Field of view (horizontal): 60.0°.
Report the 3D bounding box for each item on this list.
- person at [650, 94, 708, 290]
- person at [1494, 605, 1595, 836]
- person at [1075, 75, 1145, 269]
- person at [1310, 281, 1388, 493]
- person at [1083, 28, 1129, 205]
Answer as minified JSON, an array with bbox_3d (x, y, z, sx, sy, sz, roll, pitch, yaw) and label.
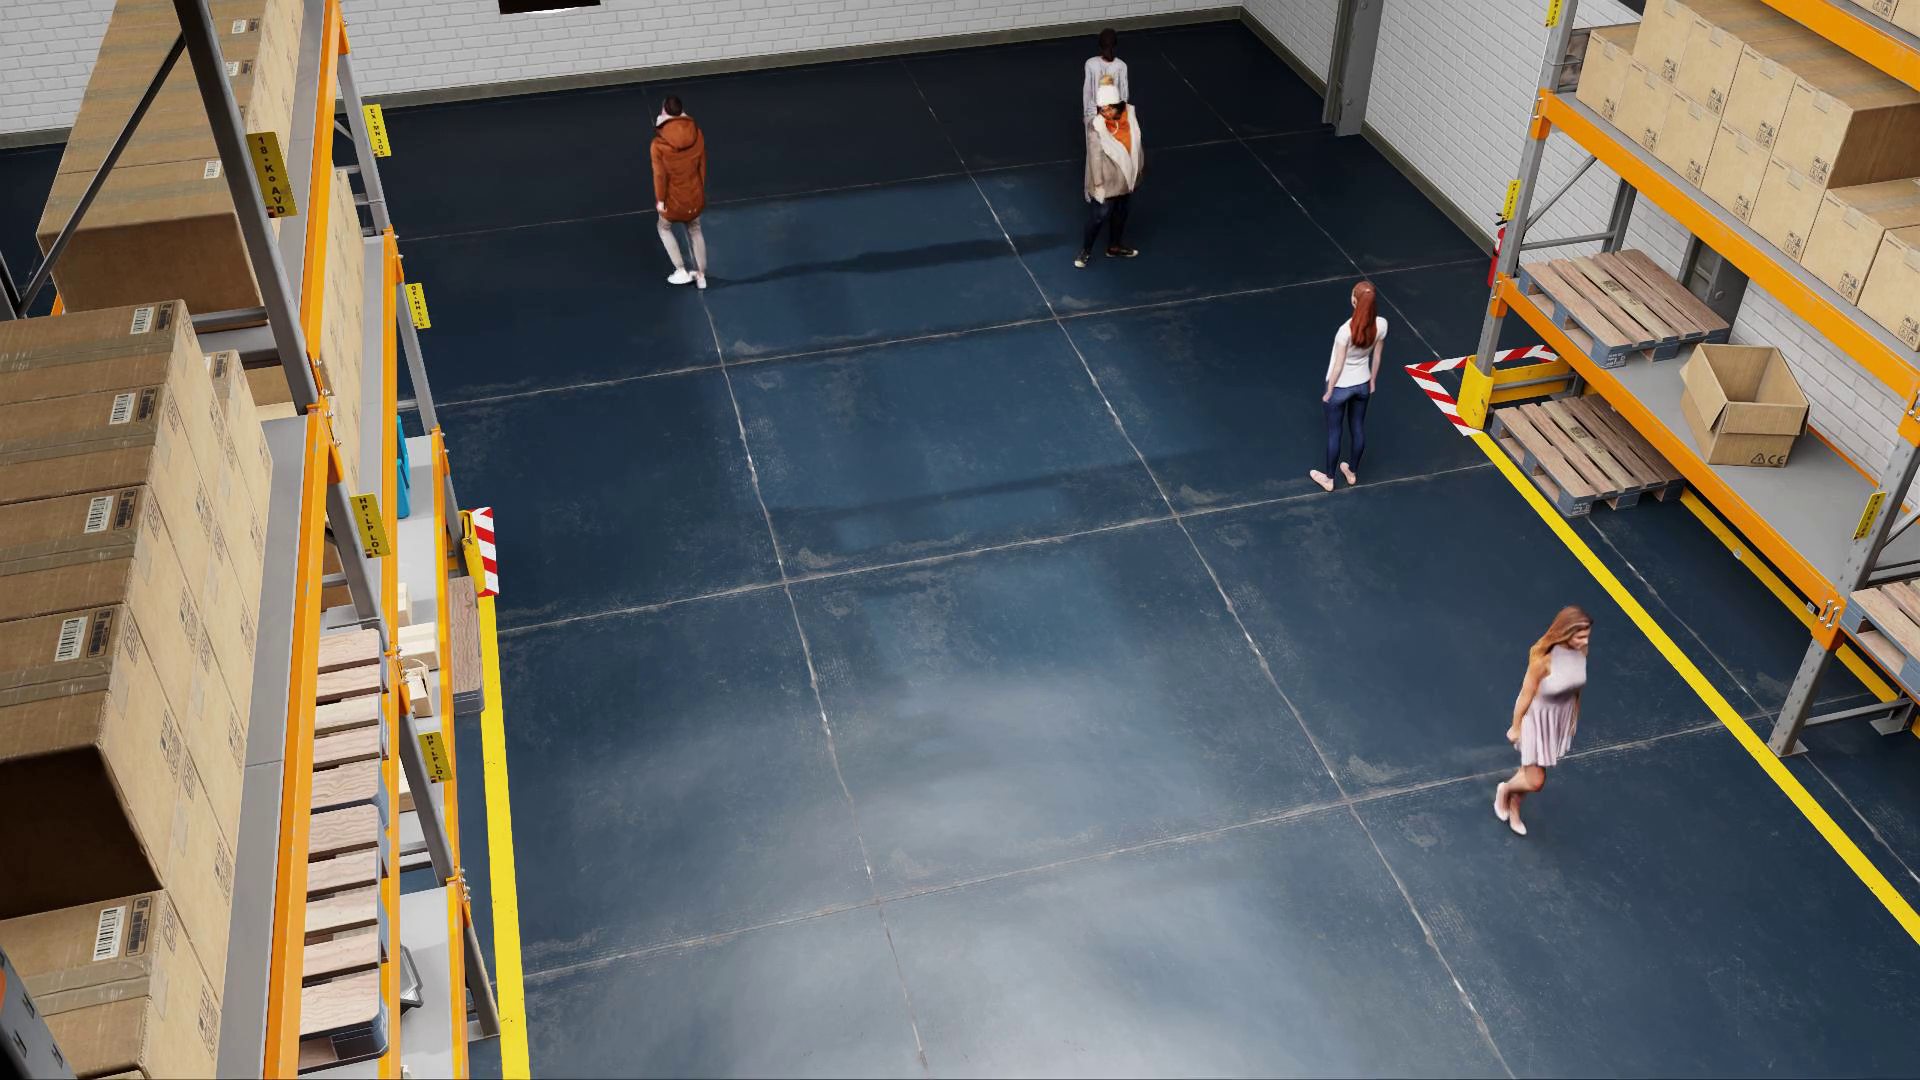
[{"bbox_3d":[-2.422,-3.019,14.702,0.833,1.823,0.851,-26,45,-28],"label":"person"},{"bbox_3d":[3.336,1.019,9.696,0.605,1.761,0.654,-14,41,-17],"label":"person"},{"bbox_3d":[1.427,-3.381,15.117,0.887,1.870,0.931,24,44,27],"label":"person"},{"bbox_3d":[2.914,-1.140,12.418,0.587,1.738,0.540,-12,40,-15],"label":"person"},{"bbox_3d":[1.396,-4.088,16.081,0.666,1.774,0.675,9,39,11],"label":"person"}]
